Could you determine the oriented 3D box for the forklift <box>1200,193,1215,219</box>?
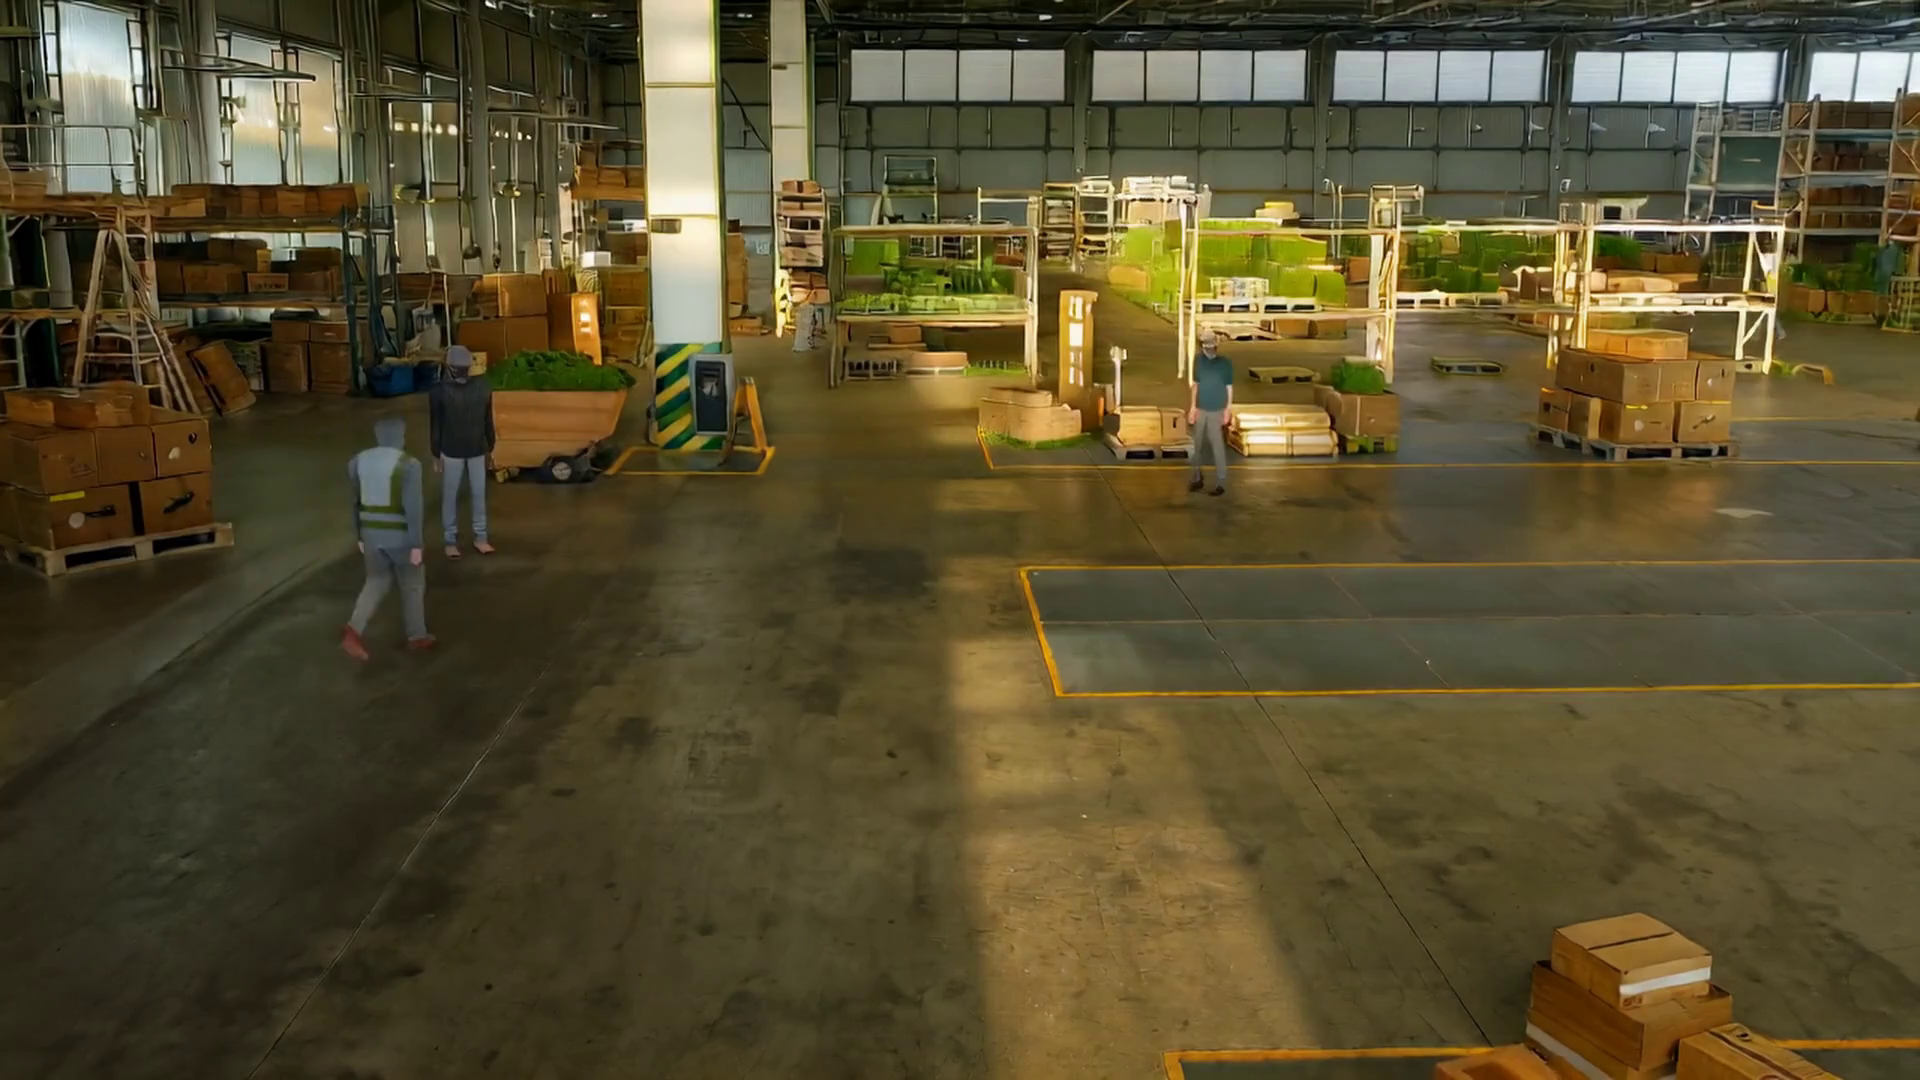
[{"bbox_3d":[8.381,-10.423,56.779,1.873,2.768,1.129,3,13,13],"label":"forklift"}]

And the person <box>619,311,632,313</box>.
[{"bbox_3d":[-8.444,-6.582,42.115,0.440,1.713,0.520,-10,16,-37],"label":"person"}]

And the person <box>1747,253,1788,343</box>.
[{"bbox_3d":[16.963,-5.078,34.928,0.743,1.895,0.602,1,13,6],"label":"person"}]

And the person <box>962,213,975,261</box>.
[{"bbox_3d":[0.351,-12.241,67.152,0.547,1.930,0.382,5,13,21],"label":"person"}]

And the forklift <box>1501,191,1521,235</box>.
[{"bbox_3d":[20.798,-11.780,62.907,1.873,2.768,1.129,0,12,-2],"label":"forklift"}]

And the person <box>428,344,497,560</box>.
[{"bbox_3d":[-4.600,-0.821,15.443,0.614,1.993,0.395,-9,15,-34],"label":"person"}]

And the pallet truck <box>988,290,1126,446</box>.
[{"bbox_3d":[1.257,-2.299,22.111,1.885,1.965,0.823,-9,15,-35],"label":"pallet truck"}]

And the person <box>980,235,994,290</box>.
[{"bbox_3d":[0.786,-8.401,49.796,0.359,1.938,0.632,7,14,29],"label":"person"}]

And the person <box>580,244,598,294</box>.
[{"bbox_3d":[-9.191,-6.386,40.989,0.595,1.835,0.842,-2,13,-7],"label":"person"}]

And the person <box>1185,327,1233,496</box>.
[{"bbox_3d":[2.774,-1.430,18.482,0.533,1.868,0.310,10,16,37],"label":"person"}]

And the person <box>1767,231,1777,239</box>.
[{"bbox_3d":[29.047,-10.372,59.404,0.483,1.624,0.576,-4,13,-19],"label":"person"}]

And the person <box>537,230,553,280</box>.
[{"bbox_3d":[-13.762,-9.431,55.134,0.518,1.637,0.309,0,12,-1],"label":"person"}]

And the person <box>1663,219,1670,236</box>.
[{"bbox_3d":[25.171,-10.535,59.527,0.633,1.897,0.871,-7,14,-28],"label":"person"}]

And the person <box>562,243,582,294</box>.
[{"bbox_3d":[-9.376,-6.264,40.359,0.508,1.846,0.345,-4,13,-18],"label":"person"}]

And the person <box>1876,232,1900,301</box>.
[{"bbox_3d":[25.755,-7.575,46.146,0.402,1.904,0.652,3,13,11],"label":"person"}]

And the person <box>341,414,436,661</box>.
[{"bbox_3d":[-4.233,-0.010,12.206,0.636,1.816,0.811,4,13,18],"label":"person"}]

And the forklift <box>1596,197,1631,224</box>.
[{"bbox_3d":[18.796,-8.498,48.090,1.129,2.768,1.873,0,12,-2],"label":"forklift"}]
